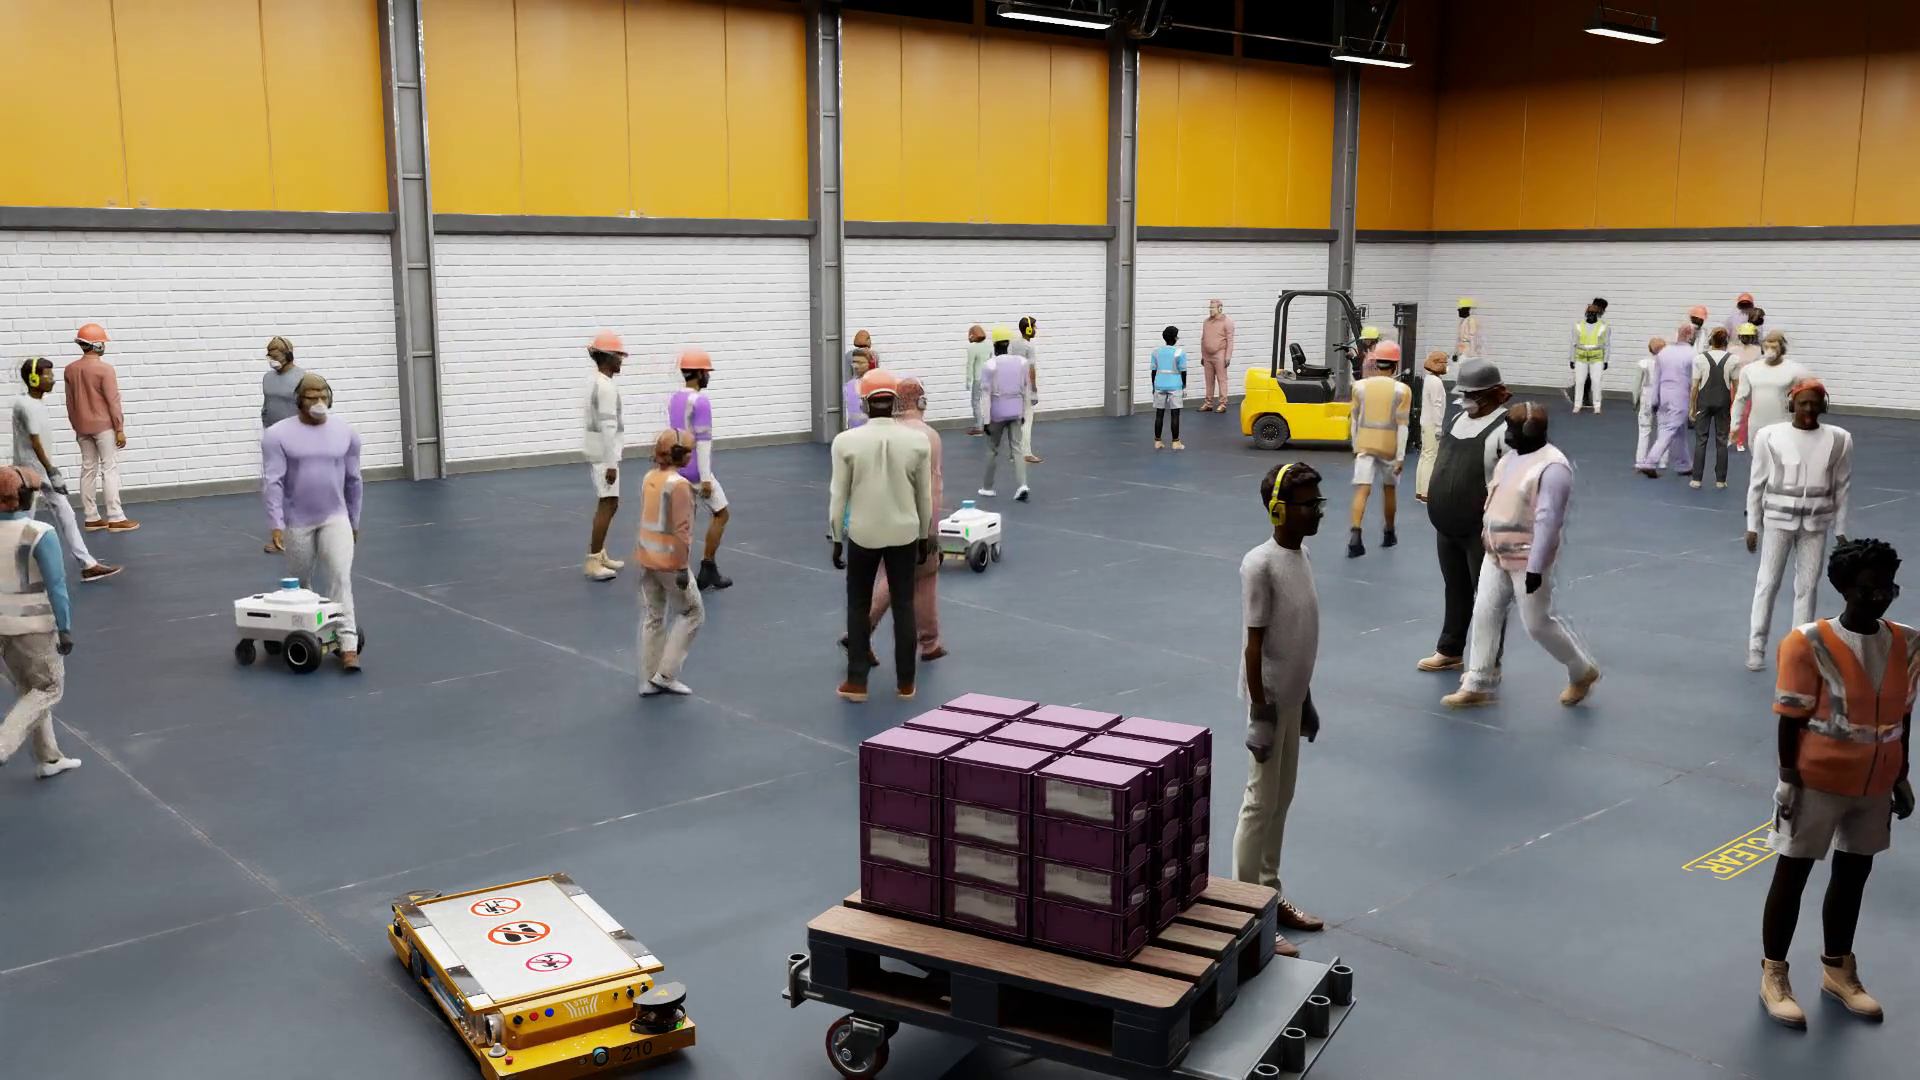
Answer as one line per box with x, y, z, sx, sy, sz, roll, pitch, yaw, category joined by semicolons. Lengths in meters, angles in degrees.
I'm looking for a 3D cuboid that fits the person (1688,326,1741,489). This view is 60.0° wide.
8.547;-1.494;18.858;0.514;1.845;0.336;4;10;20;person

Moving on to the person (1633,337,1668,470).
8.593;-1.680;20.570;0.520;1.637;0.316;3;10;14;person

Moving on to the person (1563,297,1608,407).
10.898;-3.243;28.850;0.597;1.929;0.638;4;10;20;person

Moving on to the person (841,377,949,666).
-0.383;-0.110;10.724;0.657;1.880;0.697;7;12;37;person

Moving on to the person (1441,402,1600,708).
3.297;0.100;9.653;0.872;1.803;0.638;-3;10;-15;person

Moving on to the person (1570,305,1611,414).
10.551;-3.023;27.893;0.634;1.828;0.431;5;11;28;person

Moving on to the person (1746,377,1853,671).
5.287;-0.090;10.520;0.584;1.883;0.342;3;10;15;person

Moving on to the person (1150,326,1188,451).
2.842;-2.062;22.608;0.539;1.698;0.318;6;11;31;person

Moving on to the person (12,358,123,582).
-7.212;-0.520;13.210;0.928;1.827;0.516;-2;10;-12;person

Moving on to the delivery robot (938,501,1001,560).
0.071;-0.091;14.140;0.477;0.478;0.707;5;11;25;delivery robot

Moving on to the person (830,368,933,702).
-0.469;-0.031;9.936;0.619;1.976;0.426;-2;10;-11;person

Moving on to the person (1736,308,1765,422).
12.629;-2.769;26.416;0.742;1.813;0.624;4;10;22;person

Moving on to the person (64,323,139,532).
-8.251;-1.070;15.935;0.611;1.996;0.378;3;10;19;person

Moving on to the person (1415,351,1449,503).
5.066;-1.205;17.786;0.276;1.631;0.507;1;10;3;person

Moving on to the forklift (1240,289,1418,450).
5.034;-2.339;22.783;2.313;2.155;1.214;3;10;16;forklift

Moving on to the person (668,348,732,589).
-2.039;-0.550;13.114;0.613;1.915;0.587;-8;12;-38;person

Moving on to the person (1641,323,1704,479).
8.516;-1.648;19.750;1.022;1.857;0.652;-3;10;-18;person

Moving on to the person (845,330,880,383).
-1.322;-2.050;22.730;0.498;1.634;0.281;2;10;12;person

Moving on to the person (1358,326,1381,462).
5.213;-1.843;21.179;0.360;1.757;0.539;1;10;8;person

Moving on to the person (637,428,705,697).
-1.735;0.144;9.893;0.369;1.620;0.549;-8;12;-38;person

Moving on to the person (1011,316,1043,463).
0.843;-1.919;21.273;0.312;1.869;0.535;-5;11;-29;person

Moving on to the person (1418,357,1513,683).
3.158;-0.131;10.309;0.535;2.000;0.674;-4;11;-23;person

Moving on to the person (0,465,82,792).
-4.647;0.441;8.178;0.525;1.615;0.644;3;10;17;person

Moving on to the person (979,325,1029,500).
0.484;-1.379;18.035;0.595;1.899;0.825;-4;10;-20;person

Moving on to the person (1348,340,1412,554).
3.721;-0.826;14.794;0.543;1.903;0.963;5;11;25;person

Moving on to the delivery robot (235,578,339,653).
-4.317;0.488;10.754;0.707;0.478;0.477;3;10;18;delivery robot

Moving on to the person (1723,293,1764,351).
12.966;-3.069;27.545;0.642;2.032;0.632;7;12;36;person

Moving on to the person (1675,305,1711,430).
11.174;-2.654;25.513;0.555;1.902;0.945;-2;10;-11;person

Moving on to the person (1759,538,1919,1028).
3.030;0.825;5.714;0.536;1.696;0.322;-1;10;-8;person

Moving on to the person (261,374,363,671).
-4.150;-0.125;10.732;0.632;1.891;1.023;-5;11;-29;person

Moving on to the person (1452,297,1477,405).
8.871;-3.321;29.373;0.592;1.904;0.615;0;10;-3;person

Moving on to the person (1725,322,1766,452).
10.576;-2.059;22.456;0.525;1.755;0.369;5;11;27;person

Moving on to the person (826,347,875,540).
-0.891;-0.901;15.561;0.568;1.793;0.956;6;11;32;person

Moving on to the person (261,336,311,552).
-5.949;-0.837;14.753;0.628;1.935;0.373;5;11;27;person

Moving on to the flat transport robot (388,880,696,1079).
-1.523;1.507;5.891;0.652;0.197;1.431;-6;11;-32;flat transport robot

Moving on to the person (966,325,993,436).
0.336;-2.342;24.470;0.589;1.619;0.421;-9;13;-44;person

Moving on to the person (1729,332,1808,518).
7.980;-1.107;16.480;0.655;1.875;1.049;9;13;44;person

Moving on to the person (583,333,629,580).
-2.921;-0.686;13.714;0.512;2.009;0.783;-4;11;-23;person

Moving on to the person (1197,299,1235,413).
4.302;-3.094;28.045;0.399;1.909;0.642;-8;13;-40;person

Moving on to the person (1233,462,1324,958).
1.235;0.630;6.343;0.327;1.874;0.521;6;11;31;person
